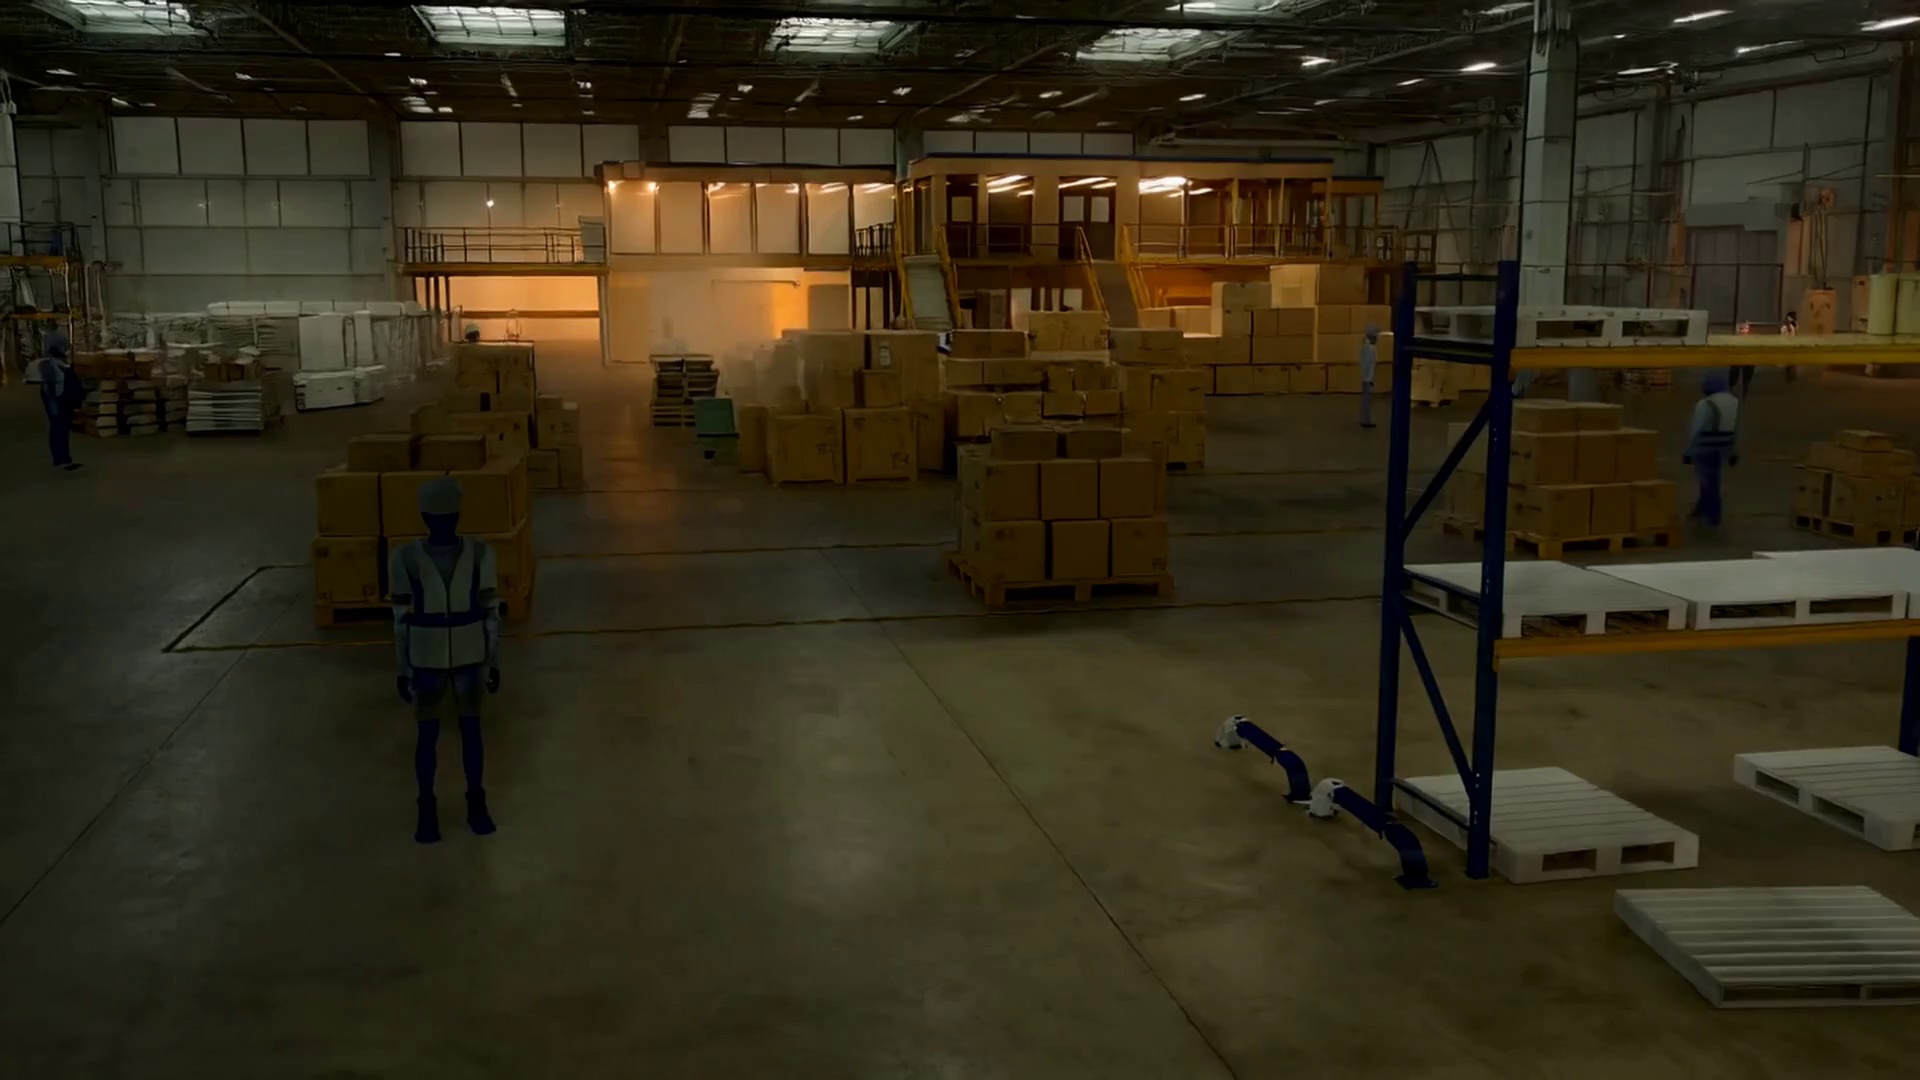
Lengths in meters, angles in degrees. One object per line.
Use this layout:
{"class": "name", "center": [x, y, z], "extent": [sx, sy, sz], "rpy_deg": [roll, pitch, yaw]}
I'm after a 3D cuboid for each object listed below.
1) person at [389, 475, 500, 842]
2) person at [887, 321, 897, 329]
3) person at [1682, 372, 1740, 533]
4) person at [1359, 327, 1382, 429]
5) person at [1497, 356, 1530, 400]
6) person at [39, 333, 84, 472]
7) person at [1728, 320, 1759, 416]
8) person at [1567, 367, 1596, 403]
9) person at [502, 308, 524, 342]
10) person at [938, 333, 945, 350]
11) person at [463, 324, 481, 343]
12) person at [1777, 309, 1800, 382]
{"class": "person", "center": [-2.691, 0.617, 8.734], "extent": [0.550, 1.935, 0.370], "rpy_deg": [-4, 10, -24]}
{"class": "person", "center": [-1.582, -4.053, 37.613], "extent": [0.962, 1.793, 0.640], "rpy_deg": [5, 11, 29]}
{"class": "person", "center": [8.493, -1.011, 19.005], "extent": [0.657, 1.814, 0.766], "rpy_deg": [-5, 10, -27]}
{"class": "person", "center": [7.675, -3.027, 31.124], "extent": [0.362, 1.898, 0.716], "rpy_deg": [2, 10, 13]}
{"class": "person", "center": [9.639, -2.708, 29.038], "extent": [0.645, 1.926, 0.608], "rpy_deg": [-1, 9, -4]}
{"class": "person", "center": [-13.225, -2.030, 24.550], "extent": [0.536, 2.000, 0.672], "rpy_deg": [-2, 10, -13]}
{"class": "person", "center": [15.867, -3.478, 33.716], "extent": [0.614, 1.932, 0.482], "rpy_deg": [6, 11, 34]}
{"class": "person", "center": [9.406, -2.094, 25.113], "extent": [0.637, 1.980, 0.561], "rpy_deg": [-8, 12, -39]}
{"class": "person", "center": [-12.374, -5.475, 46.060], "extent": [0.614, 1.871, 0.469], "rpy_deg": [0, 9, -2]}
{"class": "person", "center": [-0.252, -2.705, 29.226], "extent": [0.394, 1.859, 0.506], "rpy_deg": [4, 10, 21]}
{"class": "person", "center": [-8.573, -2.781, 29.250], "extent": [0.639, 1.994, 1.037], "rpy_deg": [-8, 12, -40]}
{"class": "person", "center": [21.799, -5.104, 43.650], "extent": [0.599, 1.916, 0.408], "rpy_deg": [-4, 10, -22]}
